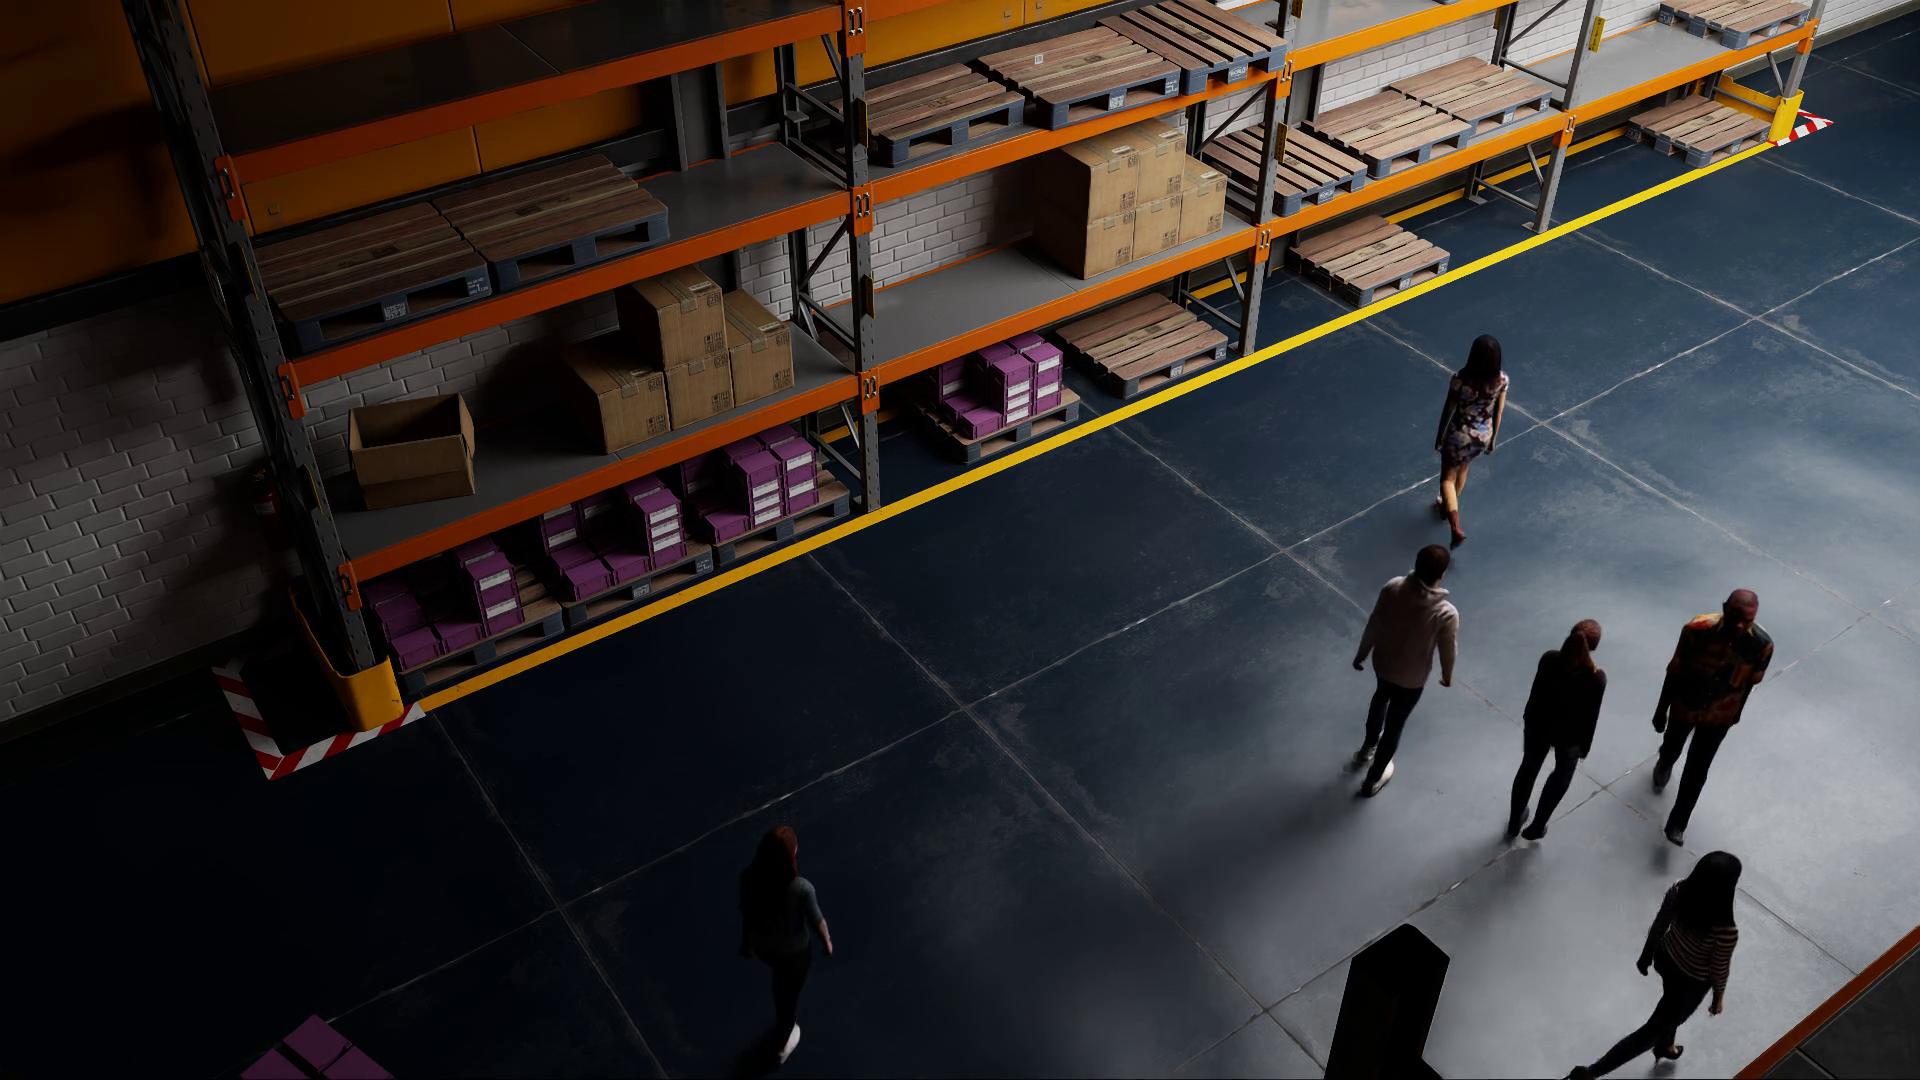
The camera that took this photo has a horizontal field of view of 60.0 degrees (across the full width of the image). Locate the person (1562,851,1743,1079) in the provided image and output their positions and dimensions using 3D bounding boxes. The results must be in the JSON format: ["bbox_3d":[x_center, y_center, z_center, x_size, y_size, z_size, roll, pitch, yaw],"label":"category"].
[{"bbox_3d":[3.635,2.303,8.580,1.176,1.760,0.804,-12,40,-15],"label":"person"}]

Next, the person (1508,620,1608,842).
[{"bbox_3d":[3.525,1.211,9.981,0.695,1.717,0.725,22,44,25],"label":"person"}]

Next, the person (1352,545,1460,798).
[{"bbox_3d":[2.686,0.854,10.339,0.861,1.828,0.906,27,46,29],"label":"person"}]

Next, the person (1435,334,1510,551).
[{"bbox_3d":[3.780,-0.701,12.380,1.059,1.712,1.020,-1,39,-1],"label":"person"}]

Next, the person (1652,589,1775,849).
[{"bbox_3d":[4.584,0.951,10.280,1.099,1.751,1.297,15,41,18],"label":"person"}]

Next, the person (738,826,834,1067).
[{"bbox_3d":[-0.971,2.214,8.716,0.727,1.729,0.761,13,40,15],"label":"person"}]
